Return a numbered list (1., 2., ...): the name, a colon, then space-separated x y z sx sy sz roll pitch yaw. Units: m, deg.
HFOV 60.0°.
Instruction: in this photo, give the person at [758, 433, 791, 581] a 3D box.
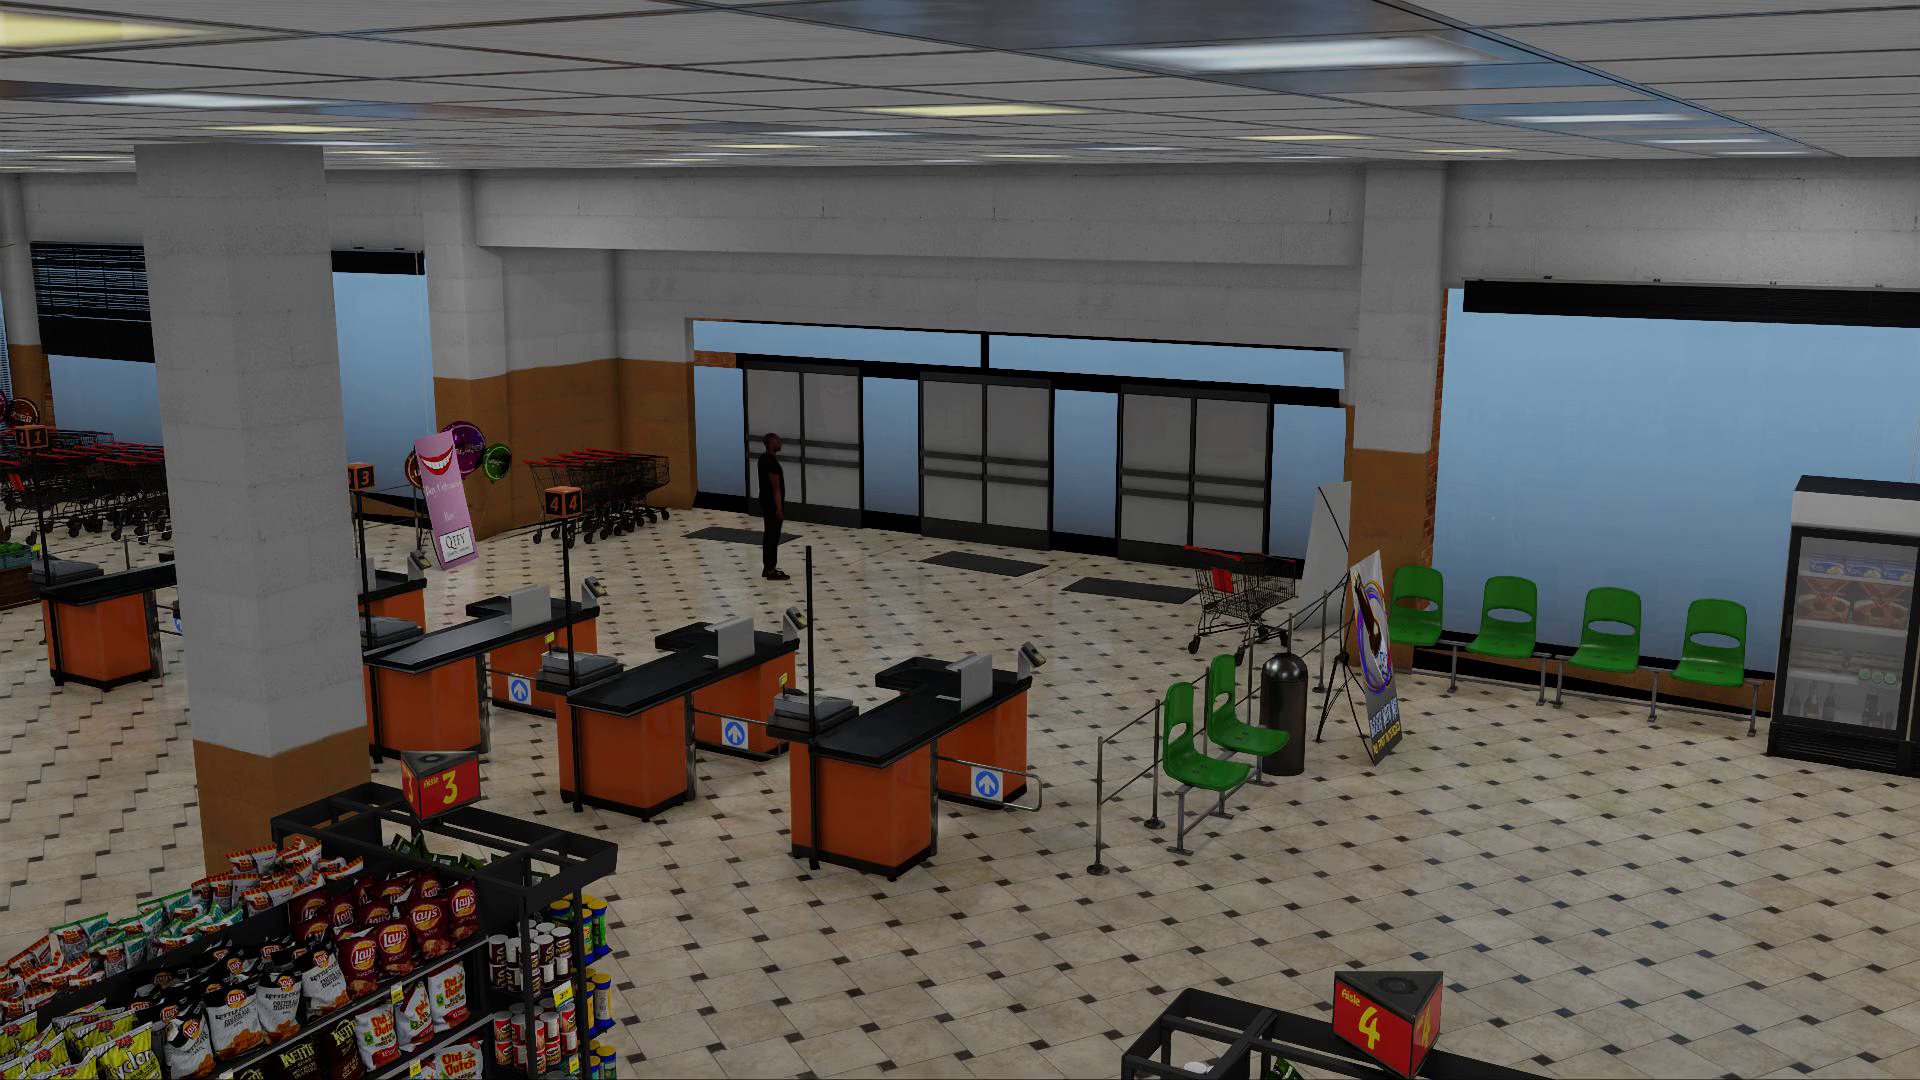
1. person: -2.324 -0.423 20.542 0.784 1.820 0.746 -4 13 -19
